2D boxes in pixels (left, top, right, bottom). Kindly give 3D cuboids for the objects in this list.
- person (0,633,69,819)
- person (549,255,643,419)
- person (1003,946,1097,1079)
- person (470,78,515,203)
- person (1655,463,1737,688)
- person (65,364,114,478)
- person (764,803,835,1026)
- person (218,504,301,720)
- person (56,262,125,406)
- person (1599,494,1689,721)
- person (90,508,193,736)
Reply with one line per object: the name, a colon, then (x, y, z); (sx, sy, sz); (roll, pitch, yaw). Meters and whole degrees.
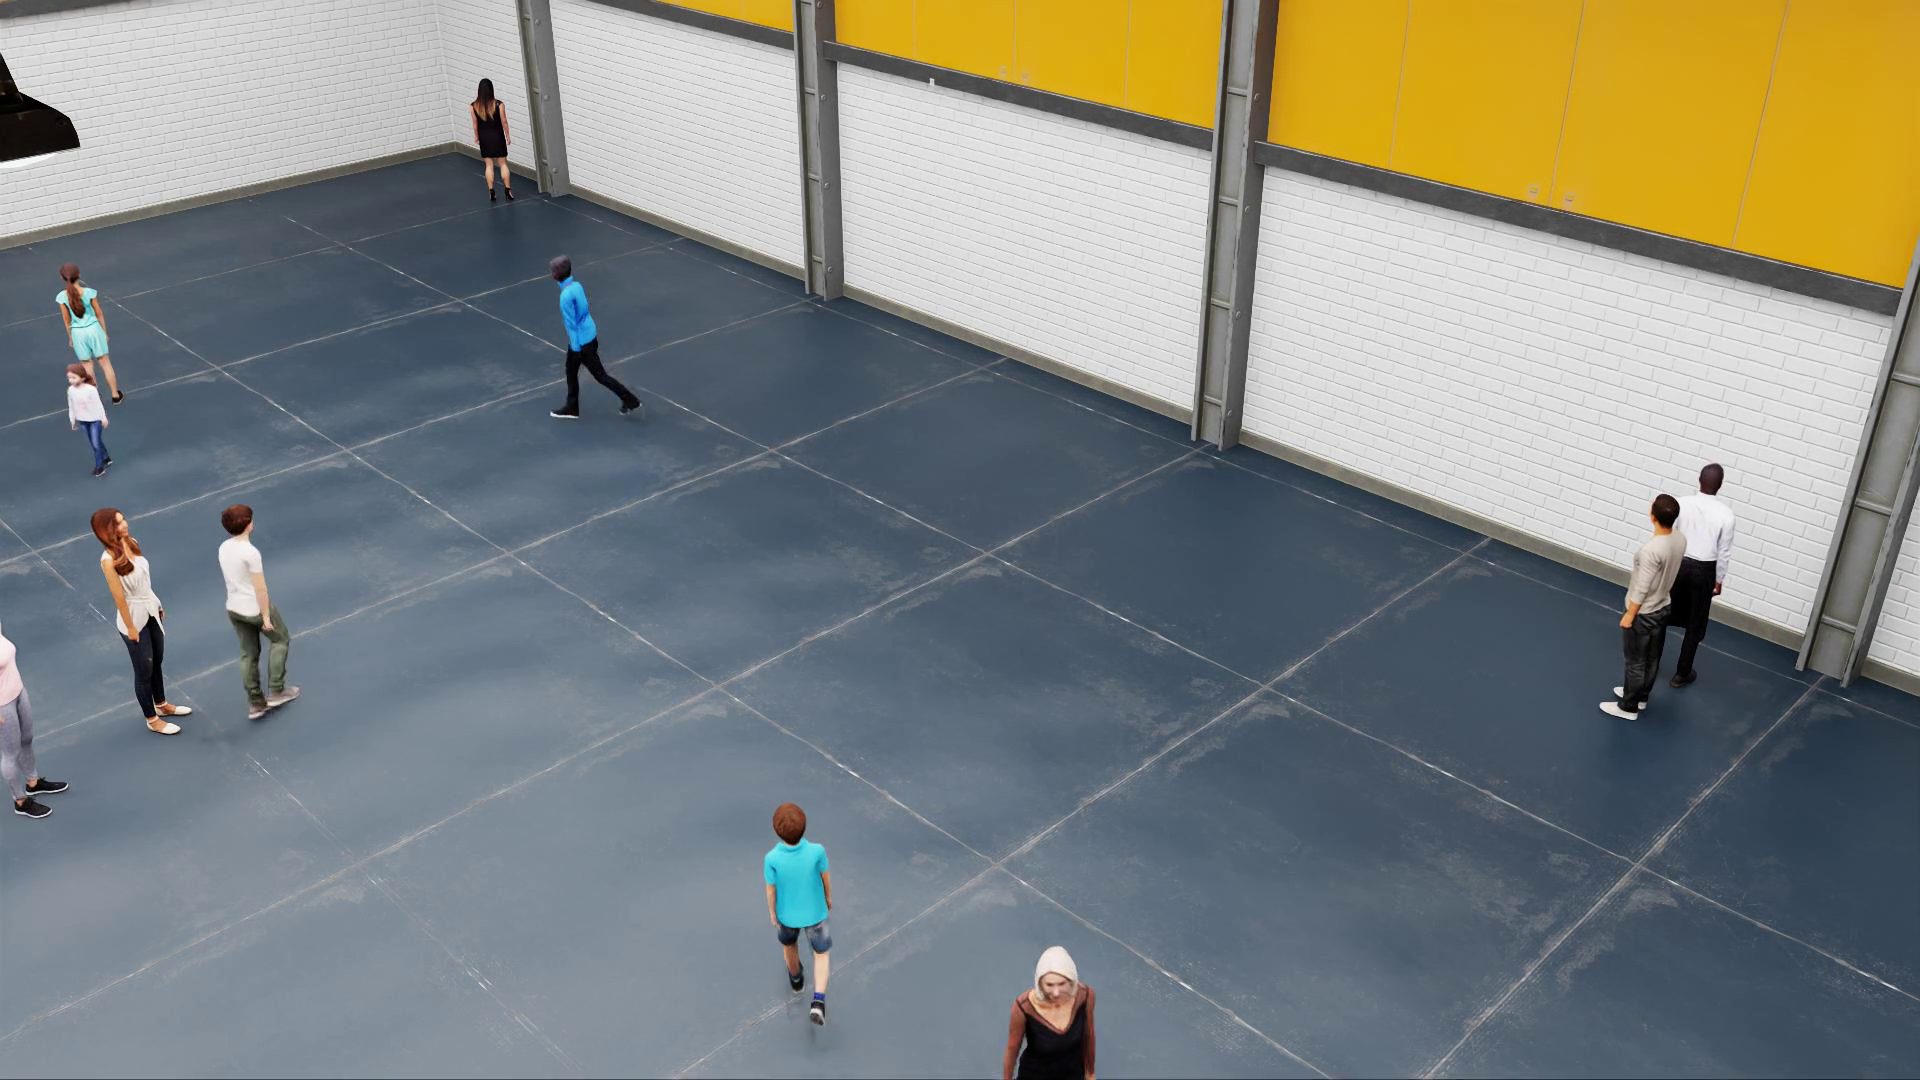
person: (-6.448, 1.061, 11.196); (0.710, 1.722, 0.643); (-1, 29, -3)
person: (-3.704, -1.991, 16.767); (1.160, 1.746, 1.154); (-1, 29, -2)
person: (0.436, 2.628, 8.319); (0.872, 1.725, 0.979); (-8, 30, -15)
person: (-6.608, -5.646, 23.497); (0.765, 1.716, 0.804); (-3, 29, -6)
person: (5.502, 0.260, 12.545); (0.527, 1.837, 0.732); (19, 34, 31)
person: (-8.337, -1.197, 15.988); (0.667, 1.097, 0.705); (4, 29, 7)
person: (-0.898, 2.136, 9.522); (0.838, 1.439, 0.927); (-3, 29, -5)
person: (-5.254, 0.562, 12.212); (0.727, 1.625, 0.750); (16, 32, 27)
person: (-9.033, -2.129, 17.215); (0.621, 1.557, 0.639); (-12, 31, -21)
person: (5.042, 0.491, 12.149); (0.670, 1.809, 0.571); (-22, 35, -34)
person: (-5.952, 0.572, 12.025); (0.726, 1.786, 0.666); (0, 29, 0)
